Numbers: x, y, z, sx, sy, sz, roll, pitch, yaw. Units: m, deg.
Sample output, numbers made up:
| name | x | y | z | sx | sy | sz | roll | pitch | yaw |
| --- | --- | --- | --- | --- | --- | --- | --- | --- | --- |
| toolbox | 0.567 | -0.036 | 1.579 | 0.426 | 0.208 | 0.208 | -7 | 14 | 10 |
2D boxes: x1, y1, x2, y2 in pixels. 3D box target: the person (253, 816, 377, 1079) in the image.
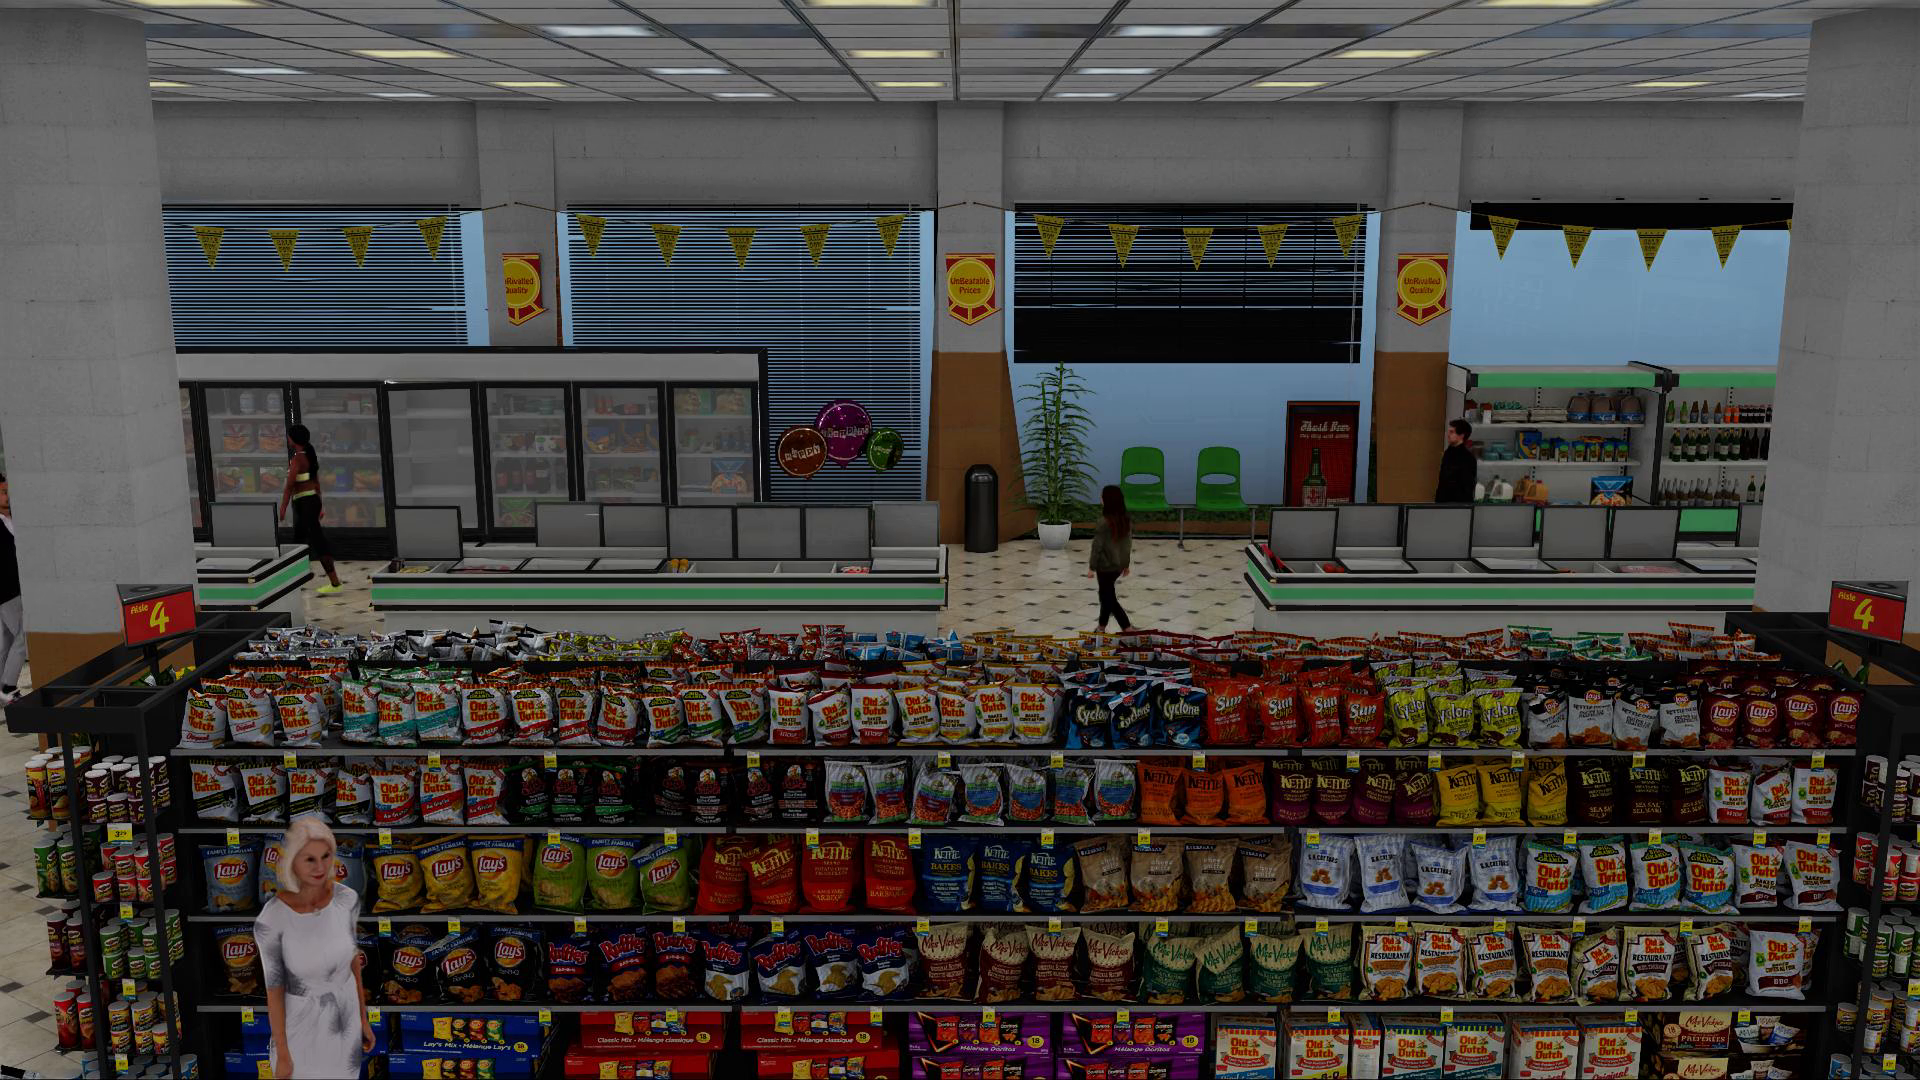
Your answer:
| name | x | y | z | sx | sy | sz | roll | pitch | yaw |
| --- | --- | --- | --- | --- | --- | --- | --- | --- | --- |
| person | -2.472 | 1.887 | 6.373 | 0.679 | 1.749 | 0.644 | 9 | 15 | 36 |

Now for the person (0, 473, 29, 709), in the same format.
| name | x | y | z | sx | sy | sz | roll | pitch | yaw |
| --- | --- | --- | --- | --- | --- | --- | --- | --- | --- |
| person | -7.549 | 0.390 | 13.031 | 0.674 | 1.936 | 0.710 | 1 | 12 | 4 |

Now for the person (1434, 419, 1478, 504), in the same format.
| name | x | y | z | sx | sy | sz | roll | pitch | yaw |
| --- | --- | --- | --- | --- | --- | --- | --- | --- | --- |
| person | 4.993 | -0.277 | 16.494 | 1.012 | 1.815 | 0.719 | -1 | 12 | -3 |

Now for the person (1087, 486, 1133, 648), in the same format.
| name | x | y | z | sx | sy | sz | roll | pitch | yaw |
| --- | --- | --- | --- | --- | --- | --- | --- | --- | --- |
| person | 1.387 | 0.262 | 14.799 | 0.987 | 1.458 | 0.907 | 11 | 16 | 41 |

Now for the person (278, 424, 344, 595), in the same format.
| name | x | y | z | sx | sy | sz | roll | pitch | yaw |
| --- | --- | --- | --- | --- | --- | --- | --- | --- | --- |
| person | -6.466 | -0.273 | 16.715 | 1.068 | 1.715 | 0.593 | 1 | 12 | 3 |
